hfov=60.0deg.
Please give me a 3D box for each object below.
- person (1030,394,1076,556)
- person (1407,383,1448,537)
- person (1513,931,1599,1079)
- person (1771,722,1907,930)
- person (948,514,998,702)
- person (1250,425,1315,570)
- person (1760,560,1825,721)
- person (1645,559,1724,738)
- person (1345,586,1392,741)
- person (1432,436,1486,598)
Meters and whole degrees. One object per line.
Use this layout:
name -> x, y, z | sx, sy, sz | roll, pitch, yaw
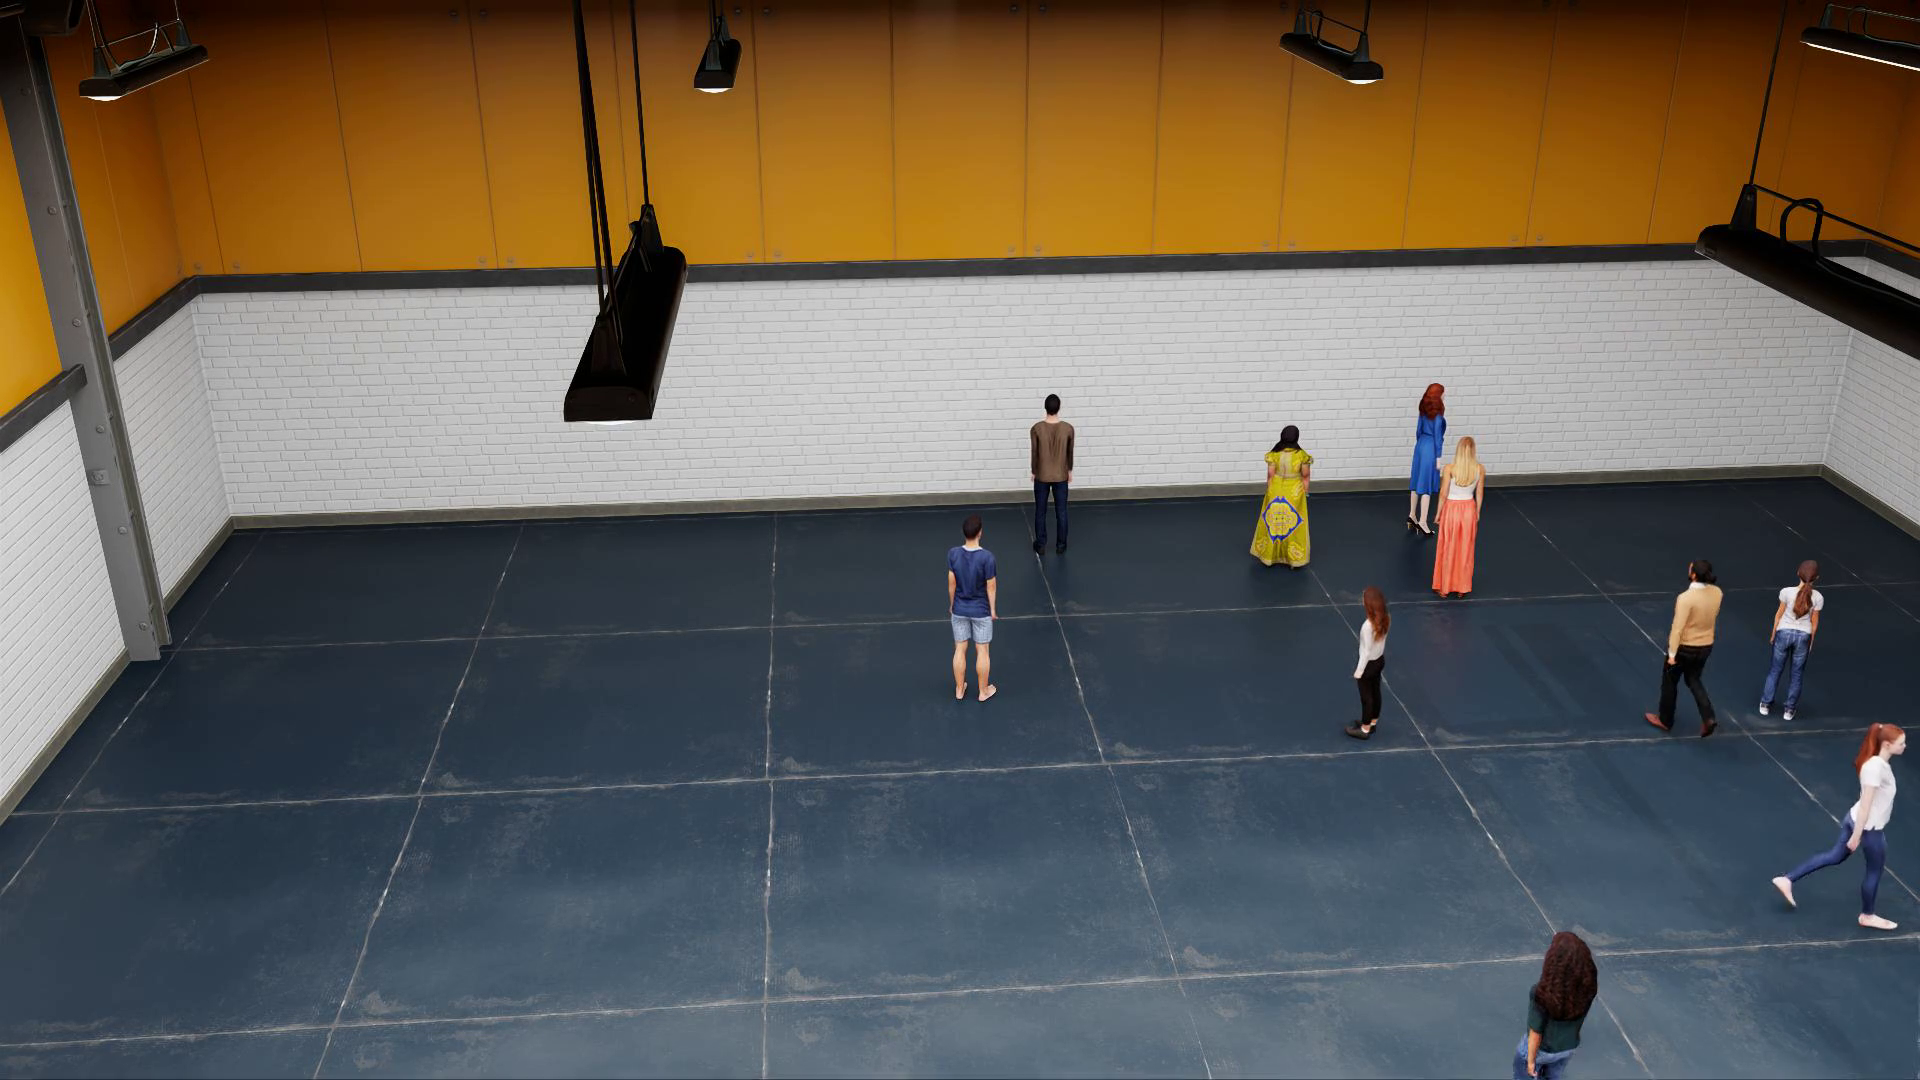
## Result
person -> 1.031, -0.742, 18.751 | 0.646, 1.888, 0.555 | -1, 24, -3
person -> 5.414, -0.943, 19.286 | 0.712, 1.829, 0.566 | -6, 24, -14
person -> 3.666, 3.147, 10.208 | 0.625, 1.605, 0.703 | -5, 24, -12
person -> 6.644, 2.119, 12.430 | 0.954, 1.709, 1.132 | 8, 25, 17
person -> 0.110, 0.641, 15.640 | 0.689, 1.847, 0.672 | 7, 24, 15
person -> 3.618, -0.489, 18.458 | 0.969, 1.660, 0.942 | 7, 25, 16
person -> 7.712, 0.904, 15.395 | 0.616, 1.561, 0.655 | 11, 26, 24
person -> 6.618, 1.006, 14.941 | 0.805, 1.738, 1.006 | -9, 25, -19
person -> 3.726, 1.111, 15.030 | 0.667, 1.474, 0.616 | 21, 31, 39
person -> 5.312, -0.250, 17.736 | 0.656, 1.801, 0.607 | 1, 24, 2
